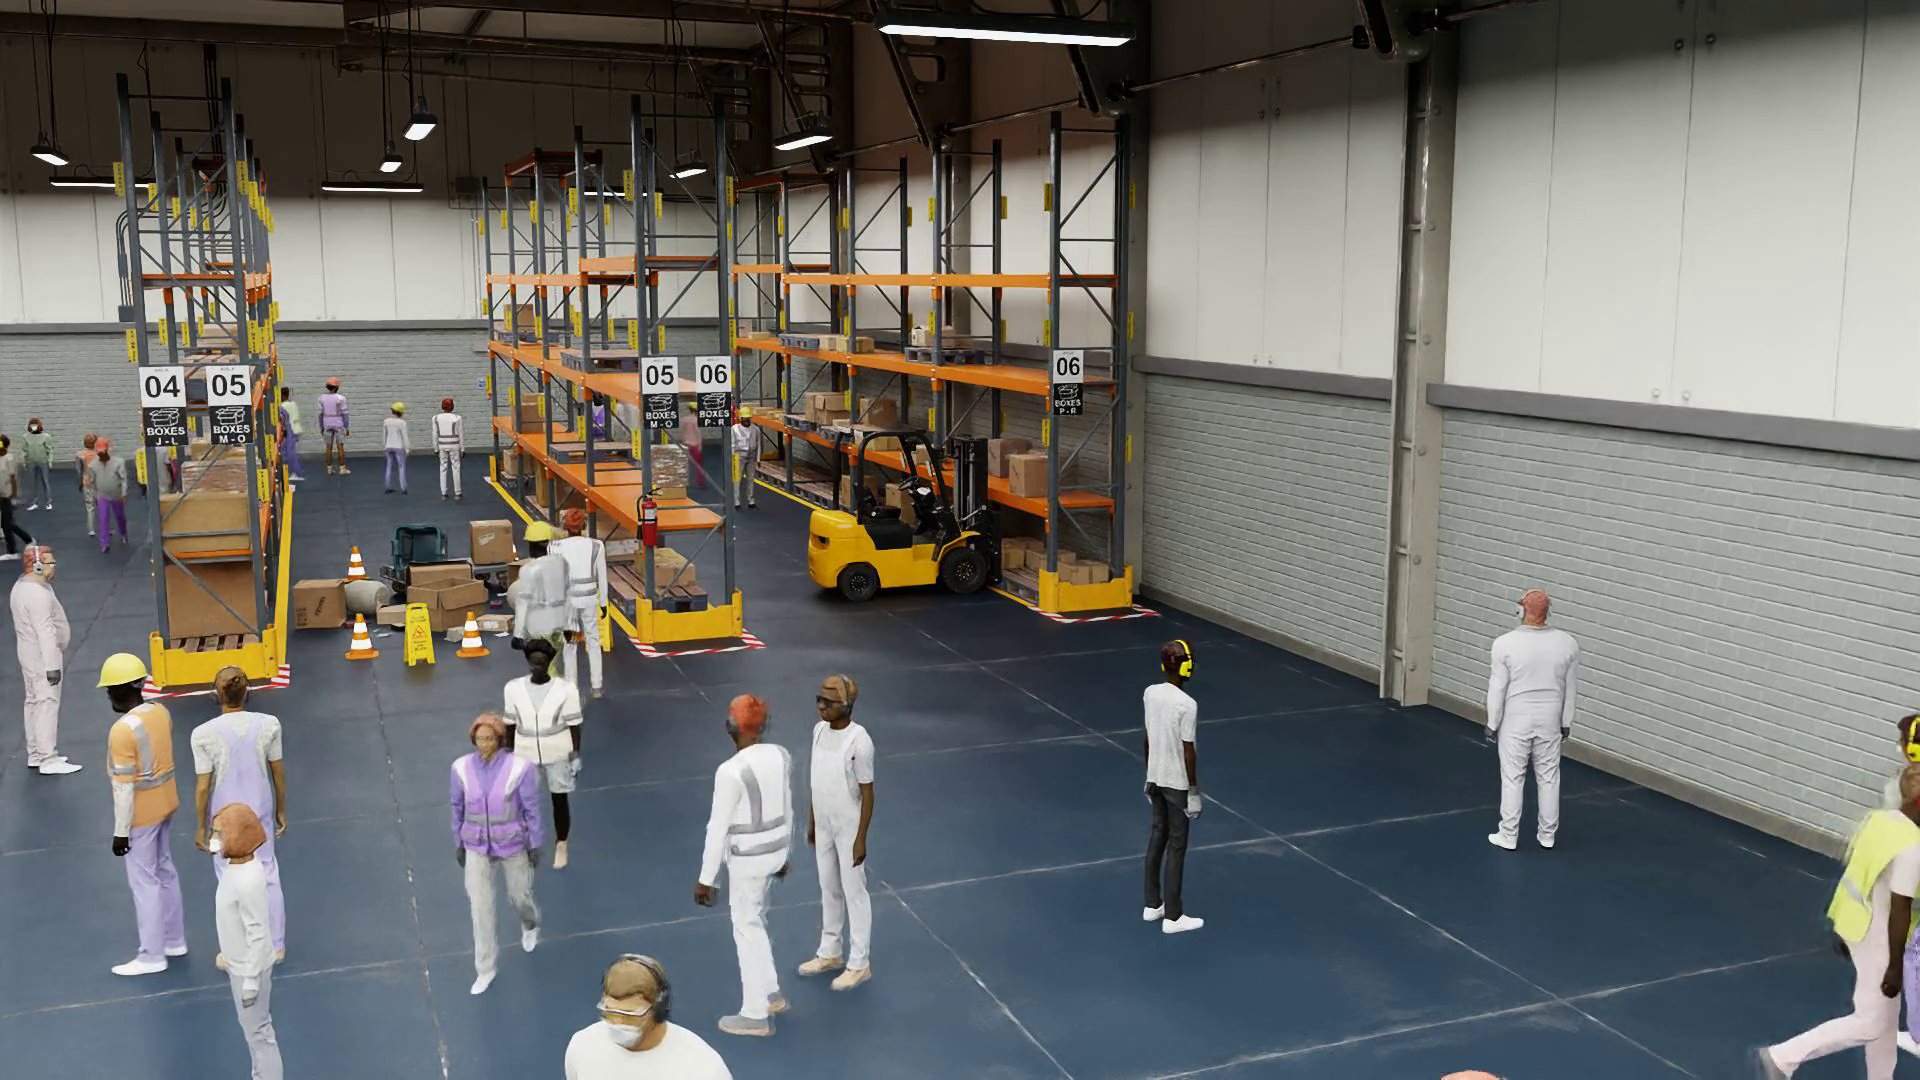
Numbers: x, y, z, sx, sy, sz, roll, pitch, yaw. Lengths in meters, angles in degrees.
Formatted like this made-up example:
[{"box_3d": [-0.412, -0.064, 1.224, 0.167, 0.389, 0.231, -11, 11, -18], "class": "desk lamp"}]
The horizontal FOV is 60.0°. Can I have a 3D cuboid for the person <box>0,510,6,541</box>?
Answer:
[{"box_3d": [-15.066, -0.822, 25.722, 0.341, 1.749, 0.572, 4, 10, 25], "class": "person"}]

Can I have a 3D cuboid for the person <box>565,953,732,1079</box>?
[{"box_3d": [-1.045, 2.291, 5.582, 0.628, 1.933, 0.366, 4, 10, 23], "class": "person"}]

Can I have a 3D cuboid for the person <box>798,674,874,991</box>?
[{"box_3d": [-0.708, 1.681, 9.677, 0.345, 1.847, 0.507, -9, 13, -44], "class": "person"}]

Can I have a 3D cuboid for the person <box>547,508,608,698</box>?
[{"box_3d": [-3.725, 0.623, 16.216, 0.585, 1.882, 0.337, -4, 10, -24], "class": "person"}]

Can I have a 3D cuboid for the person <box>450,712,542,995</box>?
[{"box_3d": [-2.707, 1.779, 9.802, 0.526, 1.624, 0.701, 0, 9, 1], "class": "person"}]

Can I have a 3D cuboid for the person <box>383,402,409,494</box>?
[{"box_3d": [-10.707, -1.752, 31.578, 0.568, 1.759, 0.354, 3, 10, 18], "class": "person"}]

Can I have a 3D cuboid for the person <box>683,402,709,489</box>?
[{"box_3d": [-5.172, -1.826, 32.121, 0.537, 1.790, 0.472, 9, 13, 44], "class": "person"}]

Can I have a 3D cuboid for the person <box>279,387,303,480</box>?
[{"box_3d": [-13.581, -2.137, 33.535, 0.602, 1.897, 0.606, -1, 9, -6], "class": "person"}]

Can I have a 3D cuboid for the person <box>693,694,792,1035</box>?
[{"box_3d": [-1.174, 1.772, 9.075, 0.444, 1.868, 0.660, 4, 10, 24], "class": "person"}]

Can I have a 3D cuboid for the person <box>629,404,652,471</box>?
[{"box_3d": [-6.424, -2.208, 34.048, 0.640, 1.881, 0.667, 0, 9, 3], "class": "person"}]

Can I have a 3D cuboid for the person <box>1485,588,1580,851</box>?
[{"box_3d": [4.083, 1.290, 11.949, 0.638, 1.909, 0.408, 0, 9, -3], "class": "person"}]

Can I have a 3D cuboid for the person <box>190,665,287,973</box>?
[{"box_3d": [-4.269, 1.650, 9.873, 0.519, 1.844, 0.330, -7, 12, -39], "class": "person"}]

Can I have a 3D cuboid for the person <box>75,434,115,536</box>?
[{"box_3d": [-13.725, -0.871, 26.399, 0.515, 1.636, 0.315, -4, 10, -23], "class": "person"}]

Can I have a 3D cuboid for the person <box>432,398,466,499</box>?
[{"box_3d": [-9.432, -1.683, 30.729, 0.586, 1.882, 0.343, 0, 9, 3], "class": "person"}]

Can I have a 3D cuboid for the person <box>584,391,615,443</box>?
[{"box_3d": [-7.247, -2.075, 33.374, 0.626, 1.837, 0.428, 0, 9, 1], "class": "person"}]

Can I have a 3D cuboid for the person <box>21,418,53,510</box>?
[{"box_3d": [-16.287, -1.343, 29.368, 0.499, 1.636, 0.286, -2, 9, -13], "class": "person"}]

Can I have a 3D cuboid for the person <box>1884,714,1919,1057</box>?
[{"box_3d": [5.080, 1.833, 8.724, 0.524, 1.846, 0.425, -1, 9, -4], "class": "person"}]

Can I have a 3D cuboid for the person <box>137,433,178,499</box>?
[{"box_3d": [-12.297, -0.826, 25.488, 0.574, 1.833, 0.561, -1, 9, -7], "class": "person"}]

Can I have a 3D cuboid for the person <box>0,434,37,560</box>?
[{"box_3d": [-13.825, -0.619, 24.221, 0.579, 1.831, 0.541, 8, 12, 42], "class": "person"}]

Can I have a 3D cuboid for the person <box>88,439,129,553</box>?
[{"box_3d": [-12.828, -0.698, 25.118, 0.562, 1.707, 0.907, -3, 9, -17], "class": "person"}]

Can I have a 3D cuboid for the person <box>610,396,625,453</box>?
[{"box_3d": [-7.629, -2.467, 36.555, 0.508, 1.597, 0.810, -3, 10, -19], "class": "person"}]

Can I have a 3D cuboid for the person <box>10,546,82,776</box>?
[{"box_3d": [-7.606, 0.991, 13.834, 0.401, 1.906, 0.651, -8, 12, -42], "class": "person"}]

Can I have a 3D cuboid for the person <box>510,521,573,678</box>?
[{"box_3d": [-3.803, 0.778, 15.138, 0.490, 1.911, 0.591, 5, 10, 27], "class": "person"}]

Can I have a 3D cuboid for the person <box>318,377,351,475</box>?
[{"box_3d": [-12.956, -2.356, 34.467, 0.611, 2.041, 0.388, 1, 9, 3], "class": "person"}]

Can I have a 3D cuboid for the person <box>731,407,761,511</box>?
[{"box_3d": [-3.771, -1.424, 29.259, 0.586, 1.835, 0.404, -5, 10, -30], "class": "person"}]

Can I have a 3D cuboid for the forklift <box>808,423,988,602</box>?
[{"box_3d": [-0.830, -0.399, 21.676, 2.313, 2.155, 1.214, -4, 10, -21], "class": "forklift"}]

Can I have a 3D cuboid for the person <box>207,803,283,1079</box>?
[{"box_3d": [-3.435, 2.054, 7.992, 0.274, 1.633, 0.507, -5, 10, -31], "class": "person"}]

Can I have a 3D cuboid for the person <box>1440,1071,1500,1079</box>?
[{"box_3d": [1.673, 2.434, 4.805, 0.794, 1.886, 0.625, 8, 12, 42], "class": "person"}]

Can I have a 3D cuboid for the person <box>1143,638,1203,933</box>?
[{"box_3d": [1.349, 1.543, 10.512, 0.335, 1.860, 0.508, -5, 10, -29], "class": "person"}]

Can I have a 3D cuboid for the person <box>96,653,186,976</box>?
[{"box_3d": [-4.875, 1.616, 9.893, 0.402, 1.913, 0.590, 0, 9, -2], "class": "person"}]

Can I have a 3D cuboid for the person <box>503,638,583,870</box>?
[{"box_3d": [-2.857, 1.509, 11.329, 0.551, 1.661, 0.760, 0, 9, -3], "class": "person"}]

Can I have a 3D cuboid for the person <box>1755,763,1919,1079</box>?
[{"box_3d": [4.375, 1.951, 8.111, 0.758, 1.810, 0.600, 2, 9, 15], "class": "person"}]
